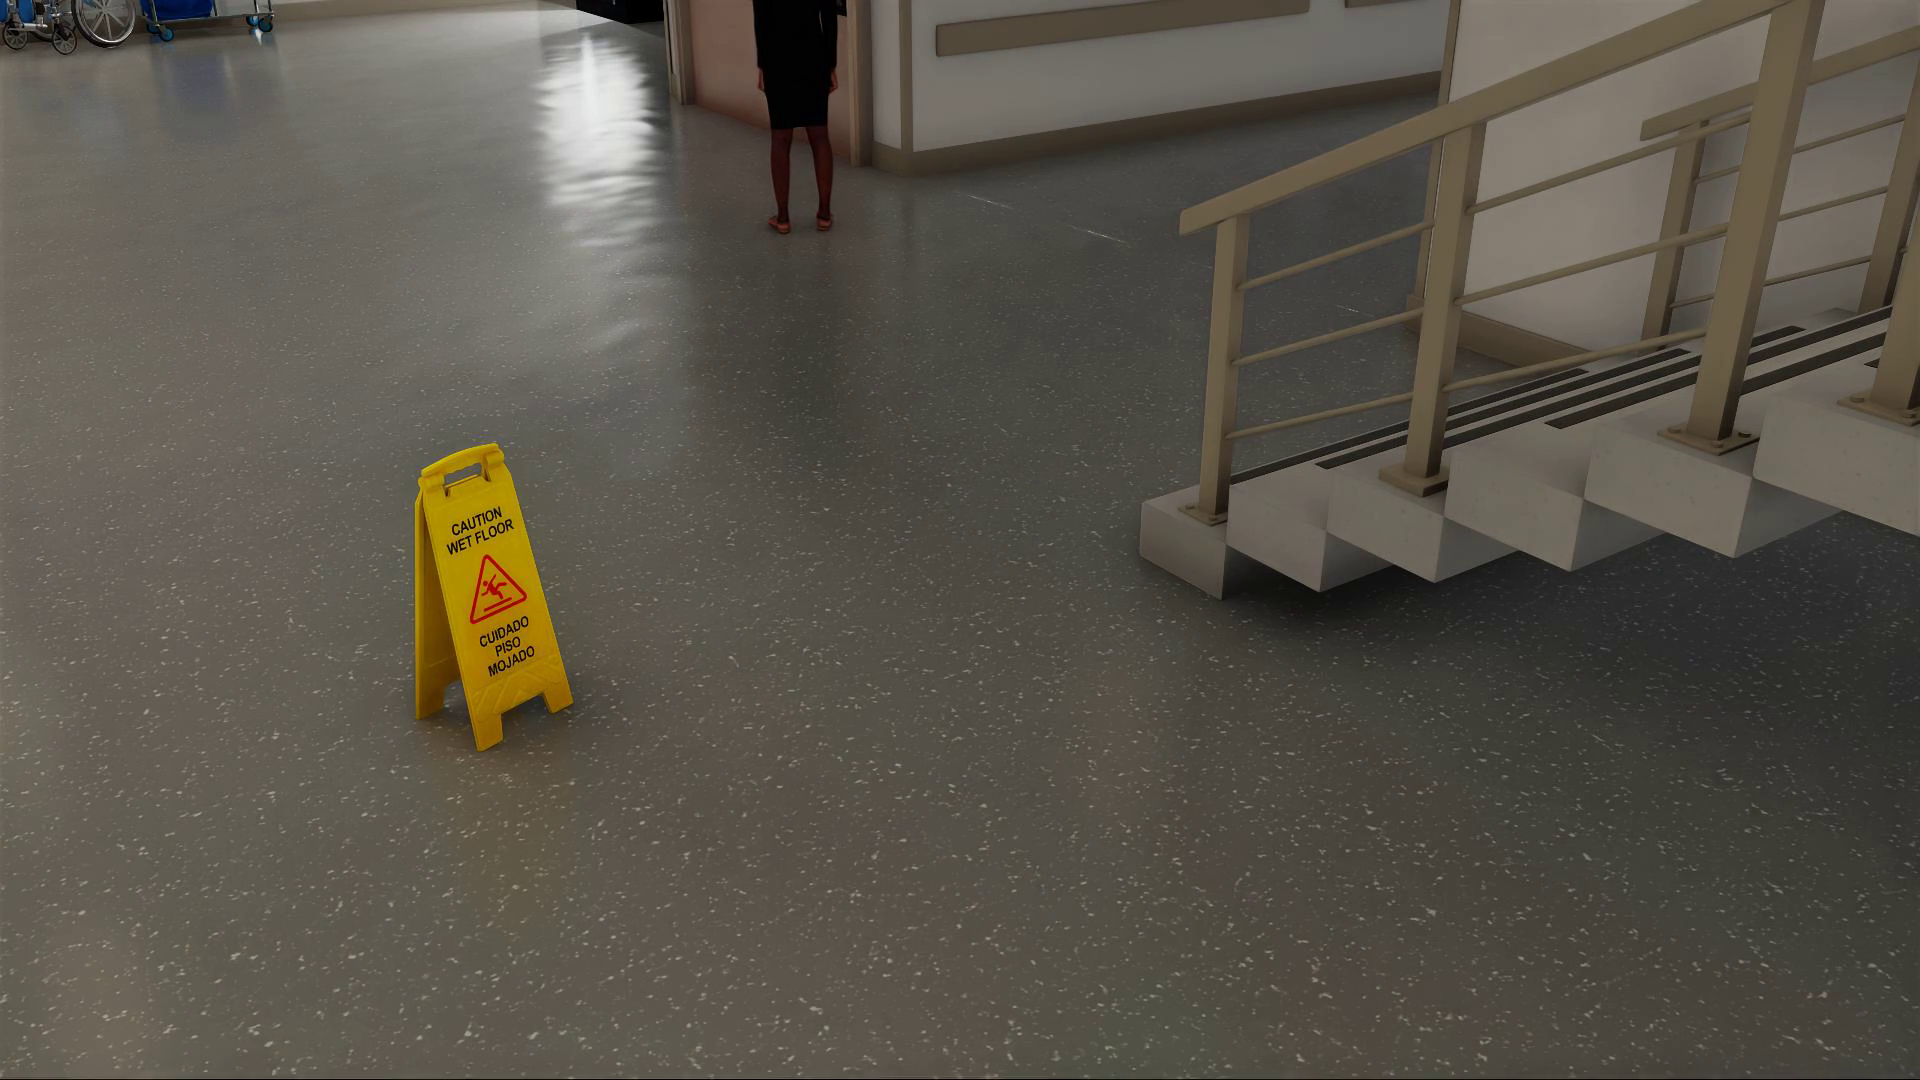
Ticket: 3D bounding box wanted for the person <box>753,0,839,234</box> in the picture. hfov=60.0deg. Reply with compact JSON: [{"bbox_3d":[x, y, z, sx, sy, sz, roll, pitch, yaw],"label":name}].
[{"bbox_3d":[-0.879,-2.535,8.954,0.659,1.721,0.605,-7,27,-14],"label":"person"}]
